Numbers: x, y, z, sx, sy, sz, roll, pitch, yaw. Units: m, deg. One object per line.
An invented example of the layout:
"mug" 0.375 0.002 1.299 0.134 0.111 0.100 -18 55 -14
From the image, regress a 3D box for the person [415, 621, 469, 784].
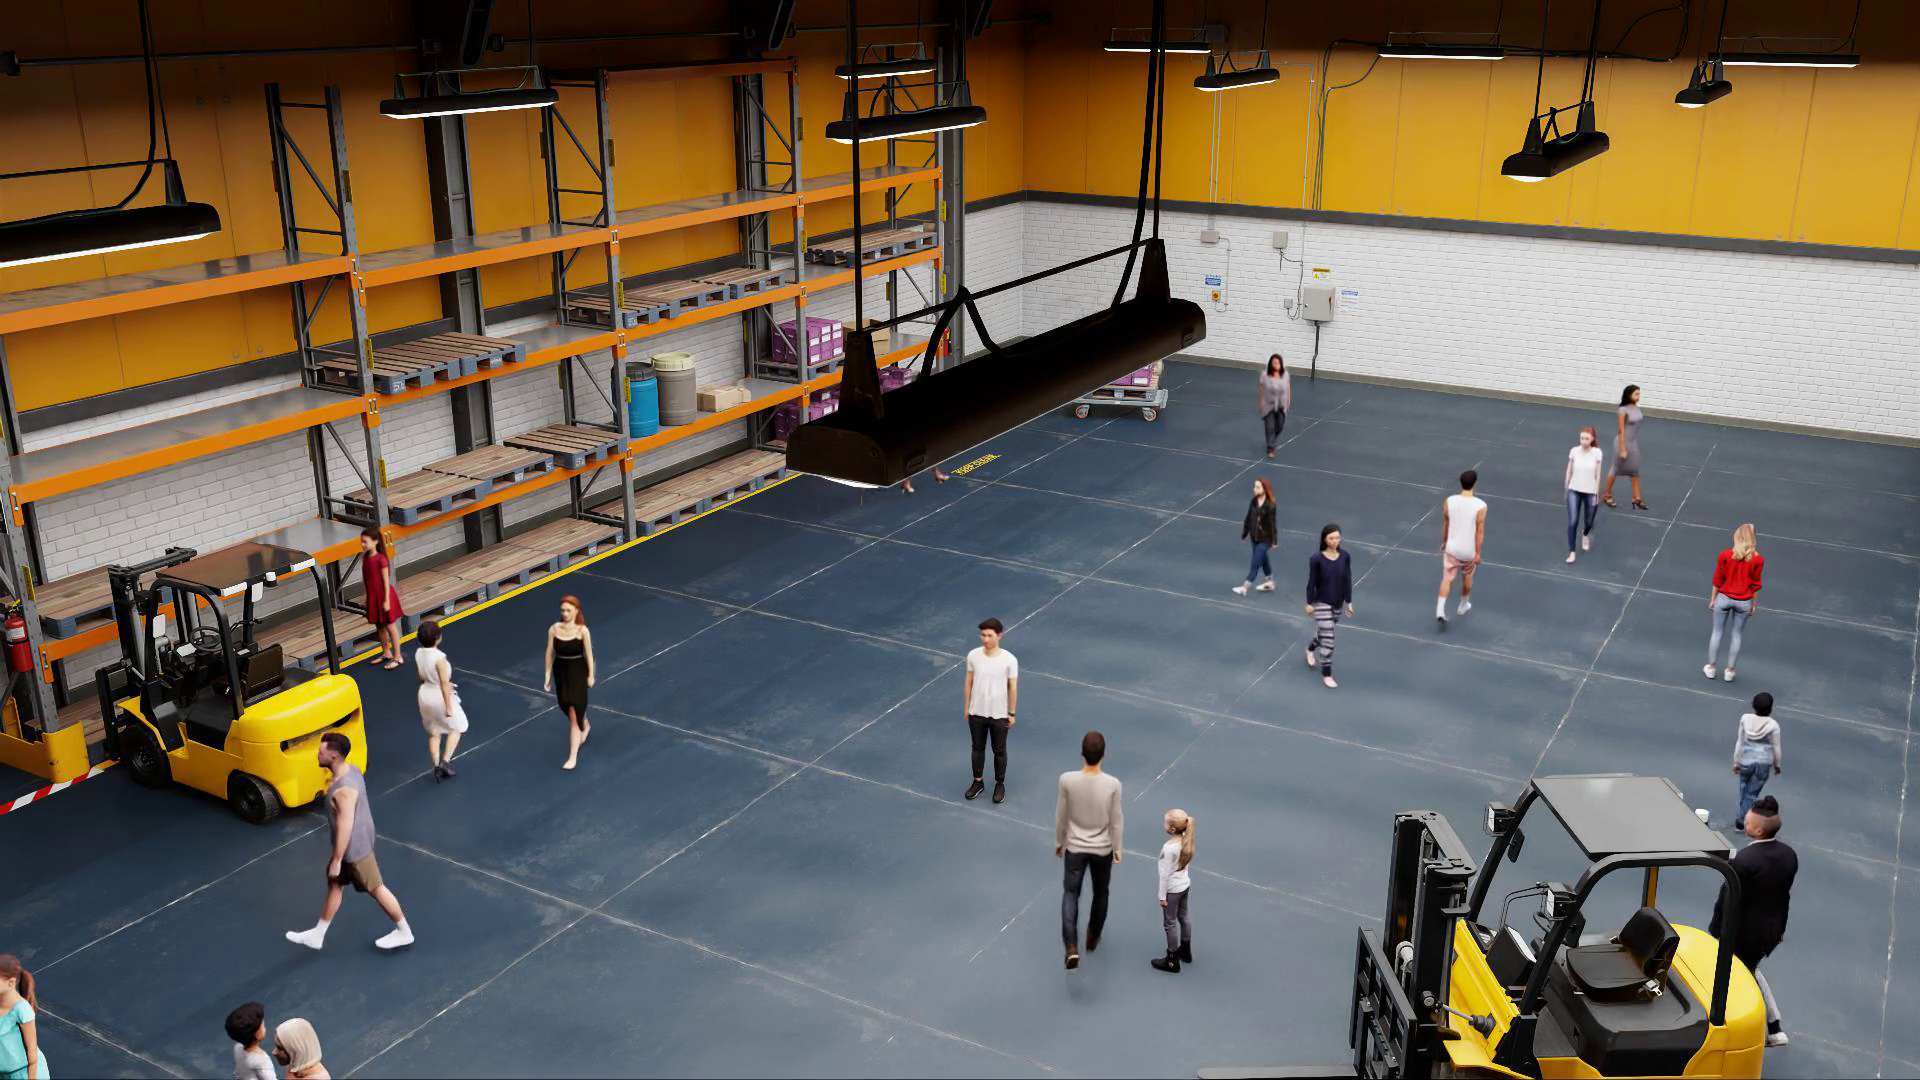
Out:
"person" -4.794 1.501 15.085 0.553 1.542 0.582 10 21 28

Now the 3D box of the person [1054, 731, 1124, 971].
"person" 0.939 2.304 12.216 0.903 1.852 1.133 3 19 8

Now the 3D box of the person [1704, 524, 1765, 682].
"person" 8.075 0.652 17.362 0.668 1.699 0.597 6 19 17

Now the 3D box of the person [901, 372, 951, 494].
"person" -0.599 -1.479 23.635 1.181 1.734 0.853 -15 24 -38

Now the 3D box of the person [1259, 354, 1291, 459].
"person" 4.856 -2.101 25.709 0.936 1.587 1.086 -1 19 -2

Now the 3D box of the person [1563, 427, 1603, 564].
"person" 7.879 -0.590 21.005 0.599 1.727 0.857 9 21 26

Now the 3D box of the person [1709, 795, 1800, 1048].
"person" 5.349 2.640 11.081 0.891 1.939 0.957 -6 20 -18

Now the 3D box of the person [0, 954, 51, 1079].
"person" -5.670 3.193 10.036 0.538 1.558 0.537 11 21 29

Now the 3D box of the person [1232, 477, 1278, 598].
"person" 3.644 -0.036 19.801 1.021 1.445 0.868 -10 21 -28

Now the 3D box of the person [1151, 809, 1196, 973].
"person" 1.603 2.575 12.315 0.579 1.274 0.460 14 23 36

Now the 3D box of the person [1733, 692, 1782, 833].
"person" 6.813 1.927 14.301 0.837 1.234 0.617 -16 25 -40

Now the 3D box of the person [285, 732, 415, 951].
"person" -4.406 2.273 12.352 1.204 1.797 1.132 -5 19 -14

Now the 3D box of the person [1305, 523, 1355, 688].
"person" 3.829 0.628 17.428 1.057 1.701 1.100 -6 19 -16

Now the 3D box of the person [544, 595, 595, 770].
"person" -3.640 1.278 15.692 0.818 1.578 1.163 3 19 9

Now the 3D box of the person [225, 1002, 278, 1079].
"person" -4.265 3.402 9.949 0.942 1.218 0.689 -15 24 -37

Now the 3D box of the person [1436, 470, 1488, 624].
"person" 5.649 0.114 18.869 0.680 1.756 1.111 12 22 31

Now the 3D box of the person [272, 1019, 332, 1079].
"person" -3.565 3.390 9.189 0.651 1.725 0.603 17 25 41

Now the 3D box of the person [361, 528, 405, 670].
"person" -6.183 0.597 17.753 0.544 1.552 0.600 12 22 31

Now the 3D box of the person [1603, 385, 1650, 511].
"person" 9.126 -1.292 23.039 0.945 1.760 0.917 -12 22 -32

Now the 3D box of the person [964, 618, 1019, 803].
"person" 0.273 1.492 14.830 0.658 1.722 0.584 7 20 20
